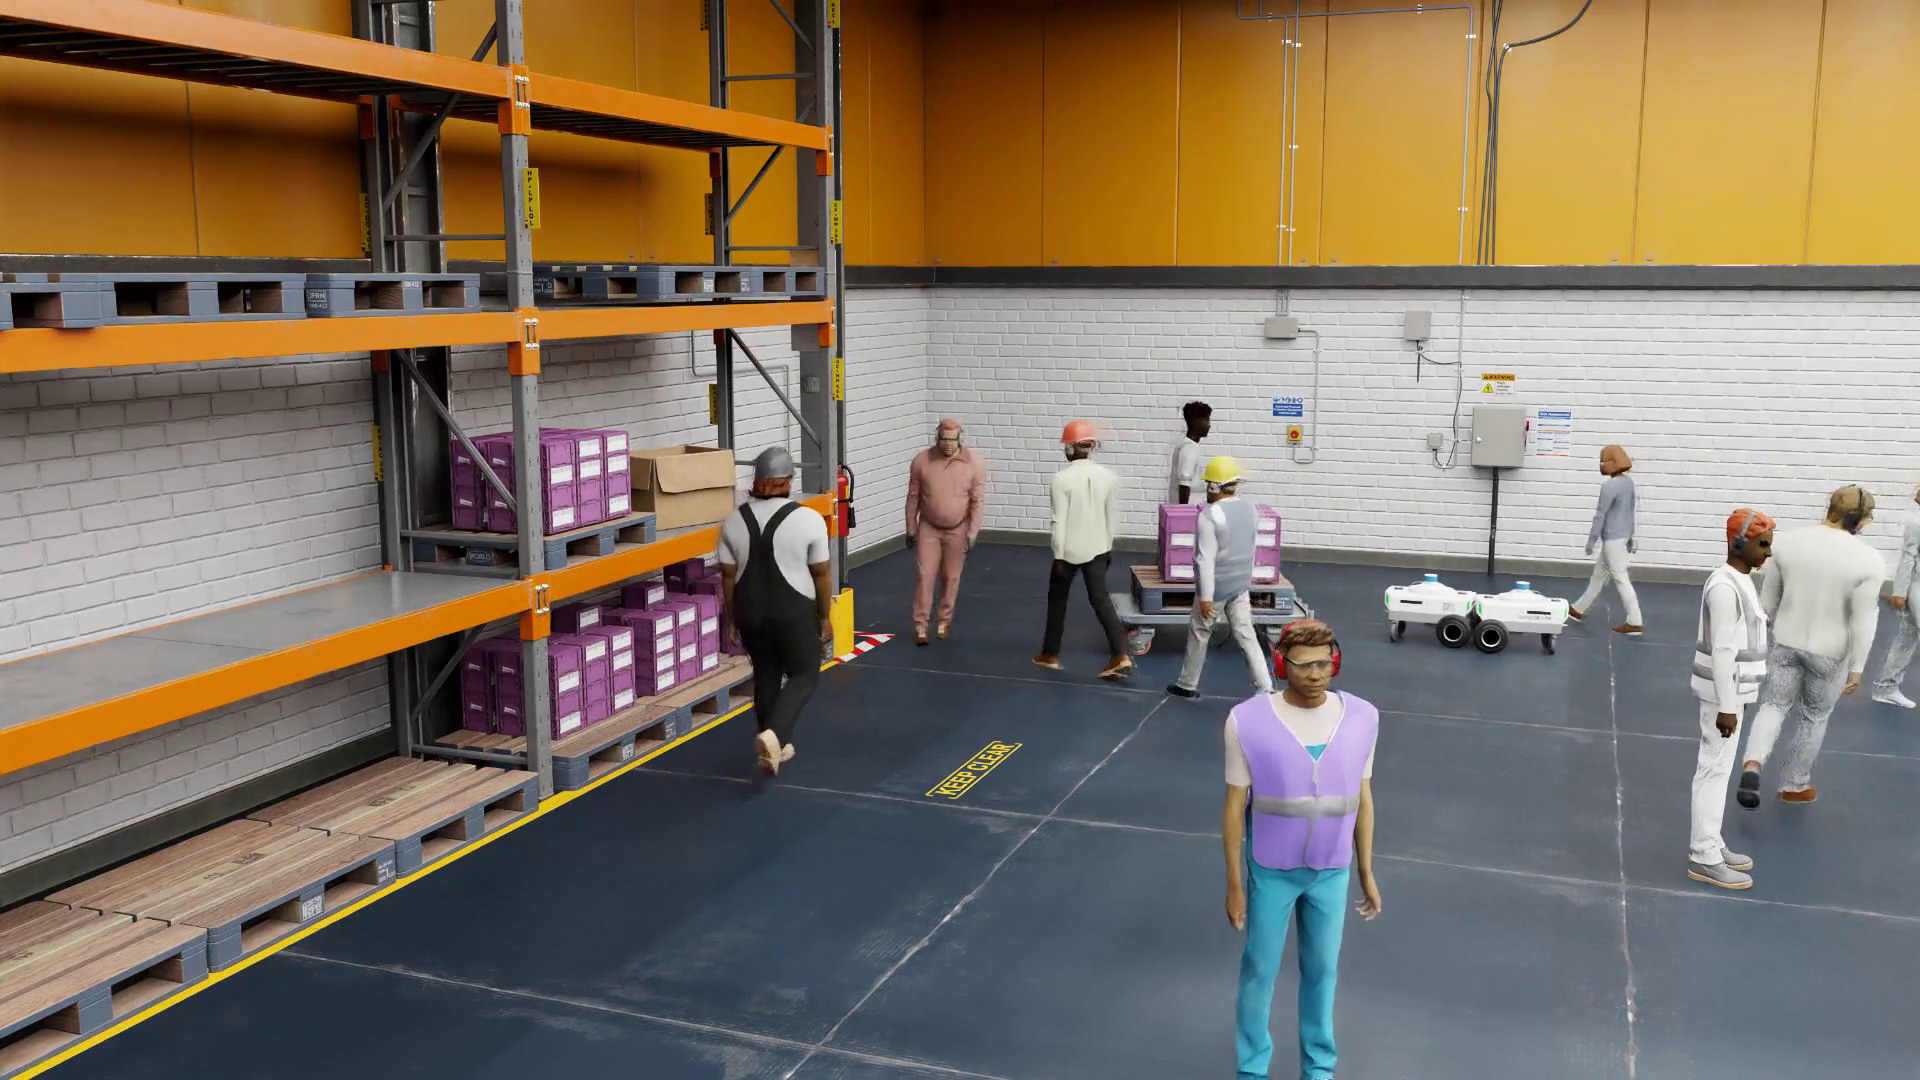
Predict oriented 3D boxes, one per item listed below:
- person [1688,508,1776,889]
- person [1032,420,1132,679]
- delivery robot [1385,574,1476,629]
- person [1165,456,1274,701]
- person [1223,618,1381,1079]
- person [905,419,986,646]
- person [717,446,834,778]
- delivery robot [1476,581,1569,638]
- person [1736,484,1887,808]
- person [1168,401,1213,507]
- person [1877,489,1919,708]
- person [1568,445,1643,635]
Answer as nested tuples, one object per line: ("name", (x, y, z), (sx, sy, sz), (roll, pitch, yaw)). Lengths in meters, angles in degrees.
("person", (3.856, 0.777, 8.332), (0.355, 1.884, 0.573), (5, 10, 28))
("person", (0.961, 0.075, 12.580), (0.636, 1.958, 1.005), (-6, 11, -32))
("delivery robot", (3.893, 0.524, 13.783), (0.707, 0.478, 0.477), (4, 10, 25))
("person", (1.855, 0.303, 11.596), (0.601, 1.792, 0.934), (-7, 11, -37))
("person", (1.213, 1.172, 5.971), (0.566, 1.845, 0.390), (-2, 9, -10))
("person", (-0.123, -0.060, 13.674), (0.676, 1.868, 0.784), (0, 9, 1))
("person", (-1.122, 0.426, 10.044), (0.692, 2.000, 0.738), (3, 10, 20))
("delivery robot", (4.540, 0.579, 13.437), (0.707, 0.478, 0.477), (3, 9, 16))
("person", (4.699, 0.631, 9.223), (0.762, 1.898, 0.693), (-8, 12, -40))
("person", (2.150, -0.272, 14.770), (0.974, 1.918, 0.625), (0, 9, 3))
("person", (6.751, 0.362, 11.455), (0.493, 1.703, 0.811), (-6, 11, -33))
("person", (5.487, -0.013, 14.188), (0.846, 1.585, 0.505), (8, 12, 42))
